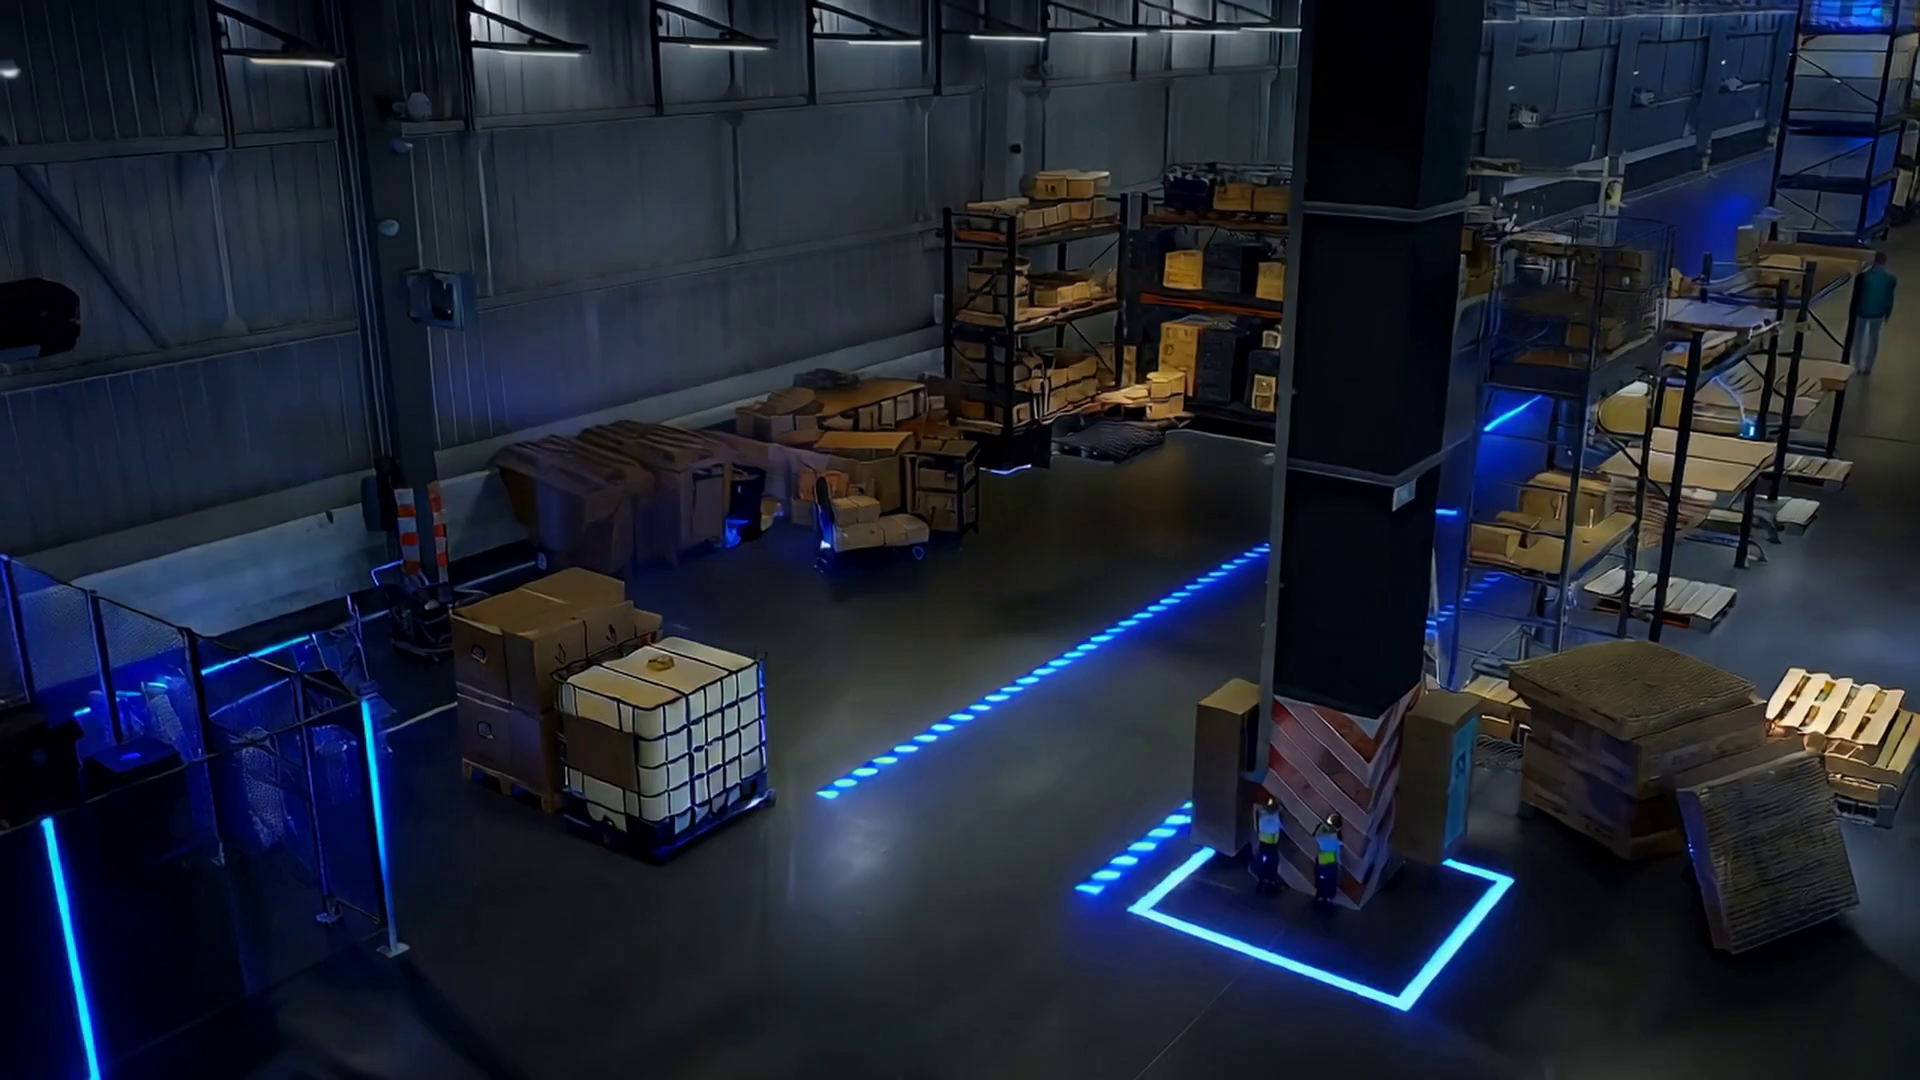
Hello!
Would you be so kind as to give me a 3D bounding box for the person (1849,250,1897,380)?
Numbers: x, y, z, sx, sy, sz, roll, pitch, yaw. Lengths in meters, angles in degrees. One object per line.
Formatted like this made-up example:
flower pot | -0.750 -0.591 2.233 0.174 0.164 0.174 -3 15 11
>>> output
person | 14.011 -3.466 25.629 0.395 1.994 0.612 -16 24 -40
